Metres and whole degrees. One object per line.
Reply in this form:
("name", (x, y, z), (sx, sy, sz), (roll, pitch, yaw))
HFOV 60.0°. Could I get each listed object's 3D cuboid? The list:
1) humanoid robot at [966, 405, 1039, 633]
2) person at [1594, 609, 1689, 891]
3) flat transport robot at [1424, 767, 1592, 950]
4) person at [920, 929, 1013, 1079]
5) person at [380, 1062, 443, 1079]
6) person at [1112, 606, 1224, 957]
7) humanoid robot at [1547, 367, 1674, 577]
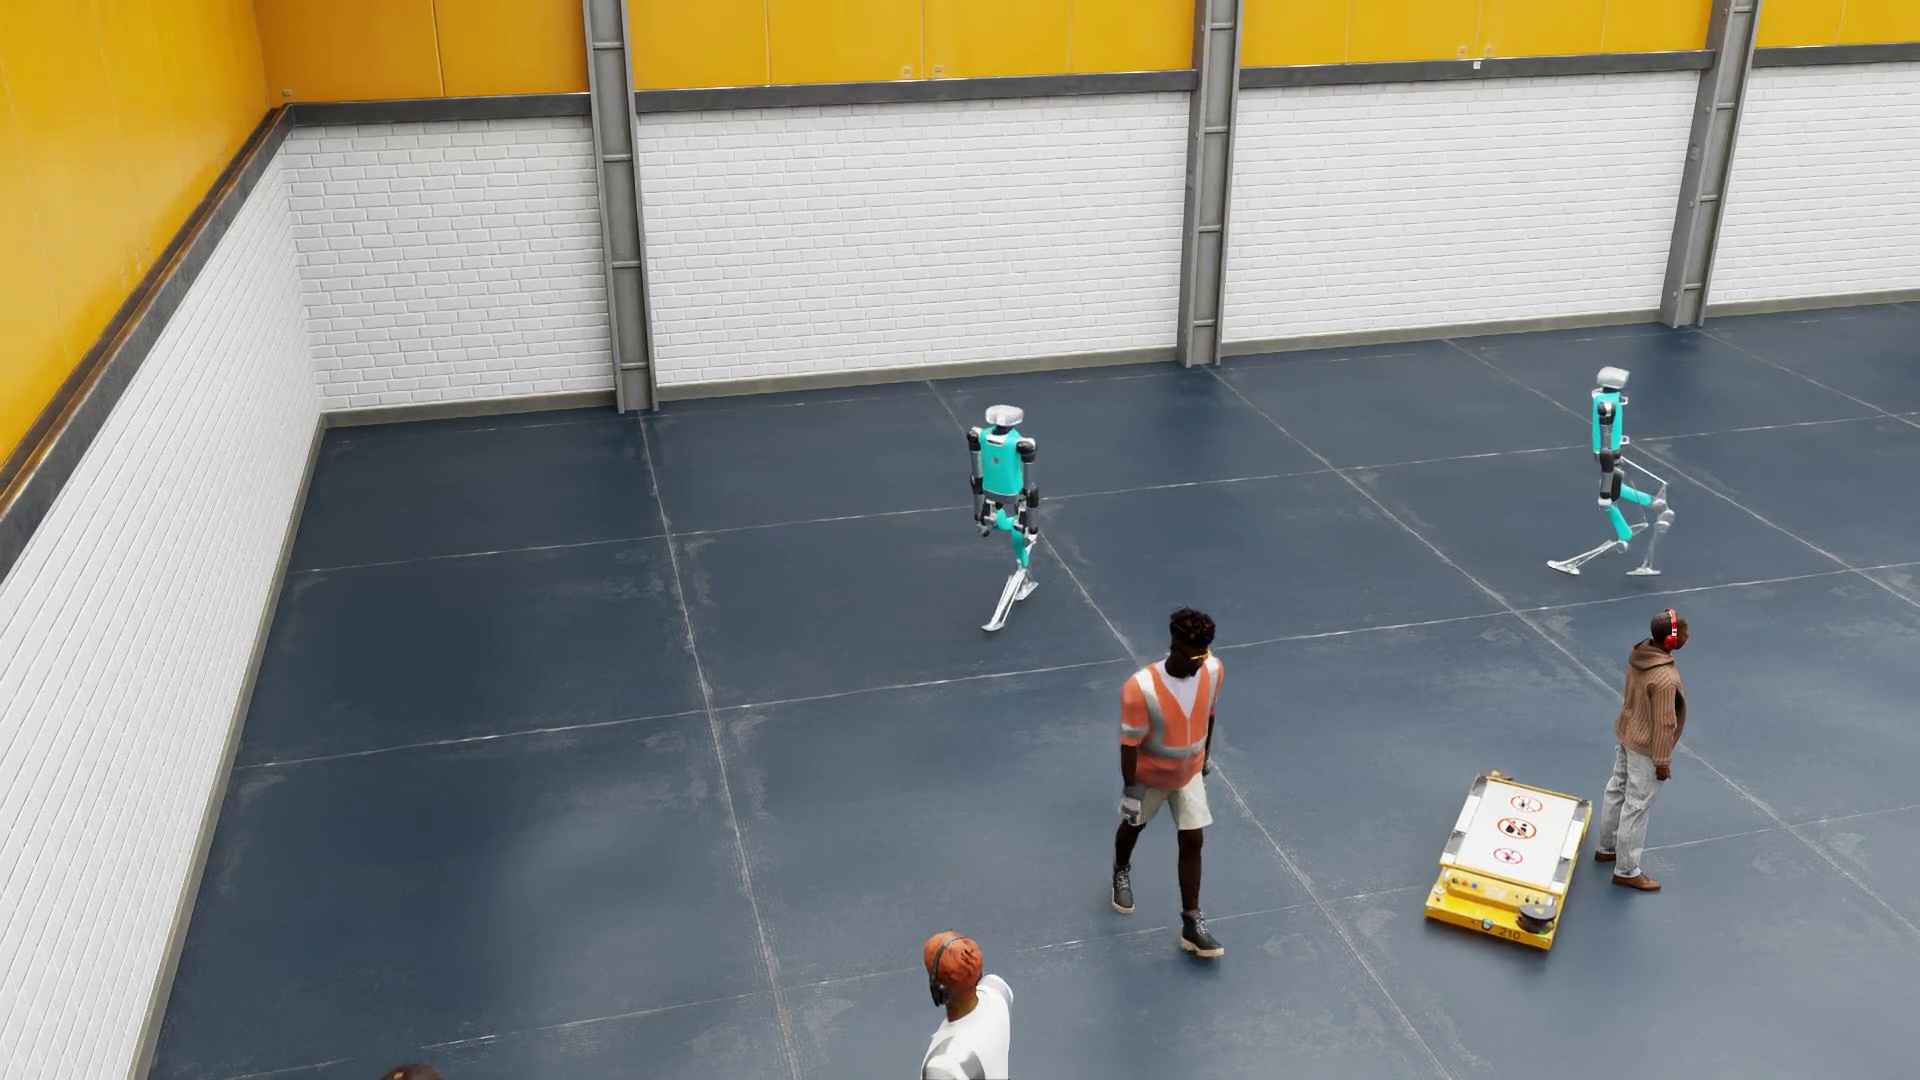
("humanoid robot", (0.438, -0.214, 12.077), (0.530, 1.752, 1.042), (14, 27, 28))
("person", (3.726, 1.127, 9.081), (0.338, 1.651, 0.453), (-1, 24, -2))
("flat transport robot", (3.115, 1.759, 9.365), (0.659, 0.231, 1.431), (12, 26, 25))
("person", (0.008, 2.261, 6.222), (0.360, 1.884, 0.572), (9, 25, 20))
("person", (-1.771, 2.527, 5.760), (0.371, 1.767, 0.479), (-11, 26, -23))
("person", (1.106, 1.208, 8.576), (0.636, 1.903, 0.963), (-10, 26, -21))
("humanoid robot", (5.080, -0.422, 12.541), (1.033, 1.743, 0.540), (8, 25, 19))
